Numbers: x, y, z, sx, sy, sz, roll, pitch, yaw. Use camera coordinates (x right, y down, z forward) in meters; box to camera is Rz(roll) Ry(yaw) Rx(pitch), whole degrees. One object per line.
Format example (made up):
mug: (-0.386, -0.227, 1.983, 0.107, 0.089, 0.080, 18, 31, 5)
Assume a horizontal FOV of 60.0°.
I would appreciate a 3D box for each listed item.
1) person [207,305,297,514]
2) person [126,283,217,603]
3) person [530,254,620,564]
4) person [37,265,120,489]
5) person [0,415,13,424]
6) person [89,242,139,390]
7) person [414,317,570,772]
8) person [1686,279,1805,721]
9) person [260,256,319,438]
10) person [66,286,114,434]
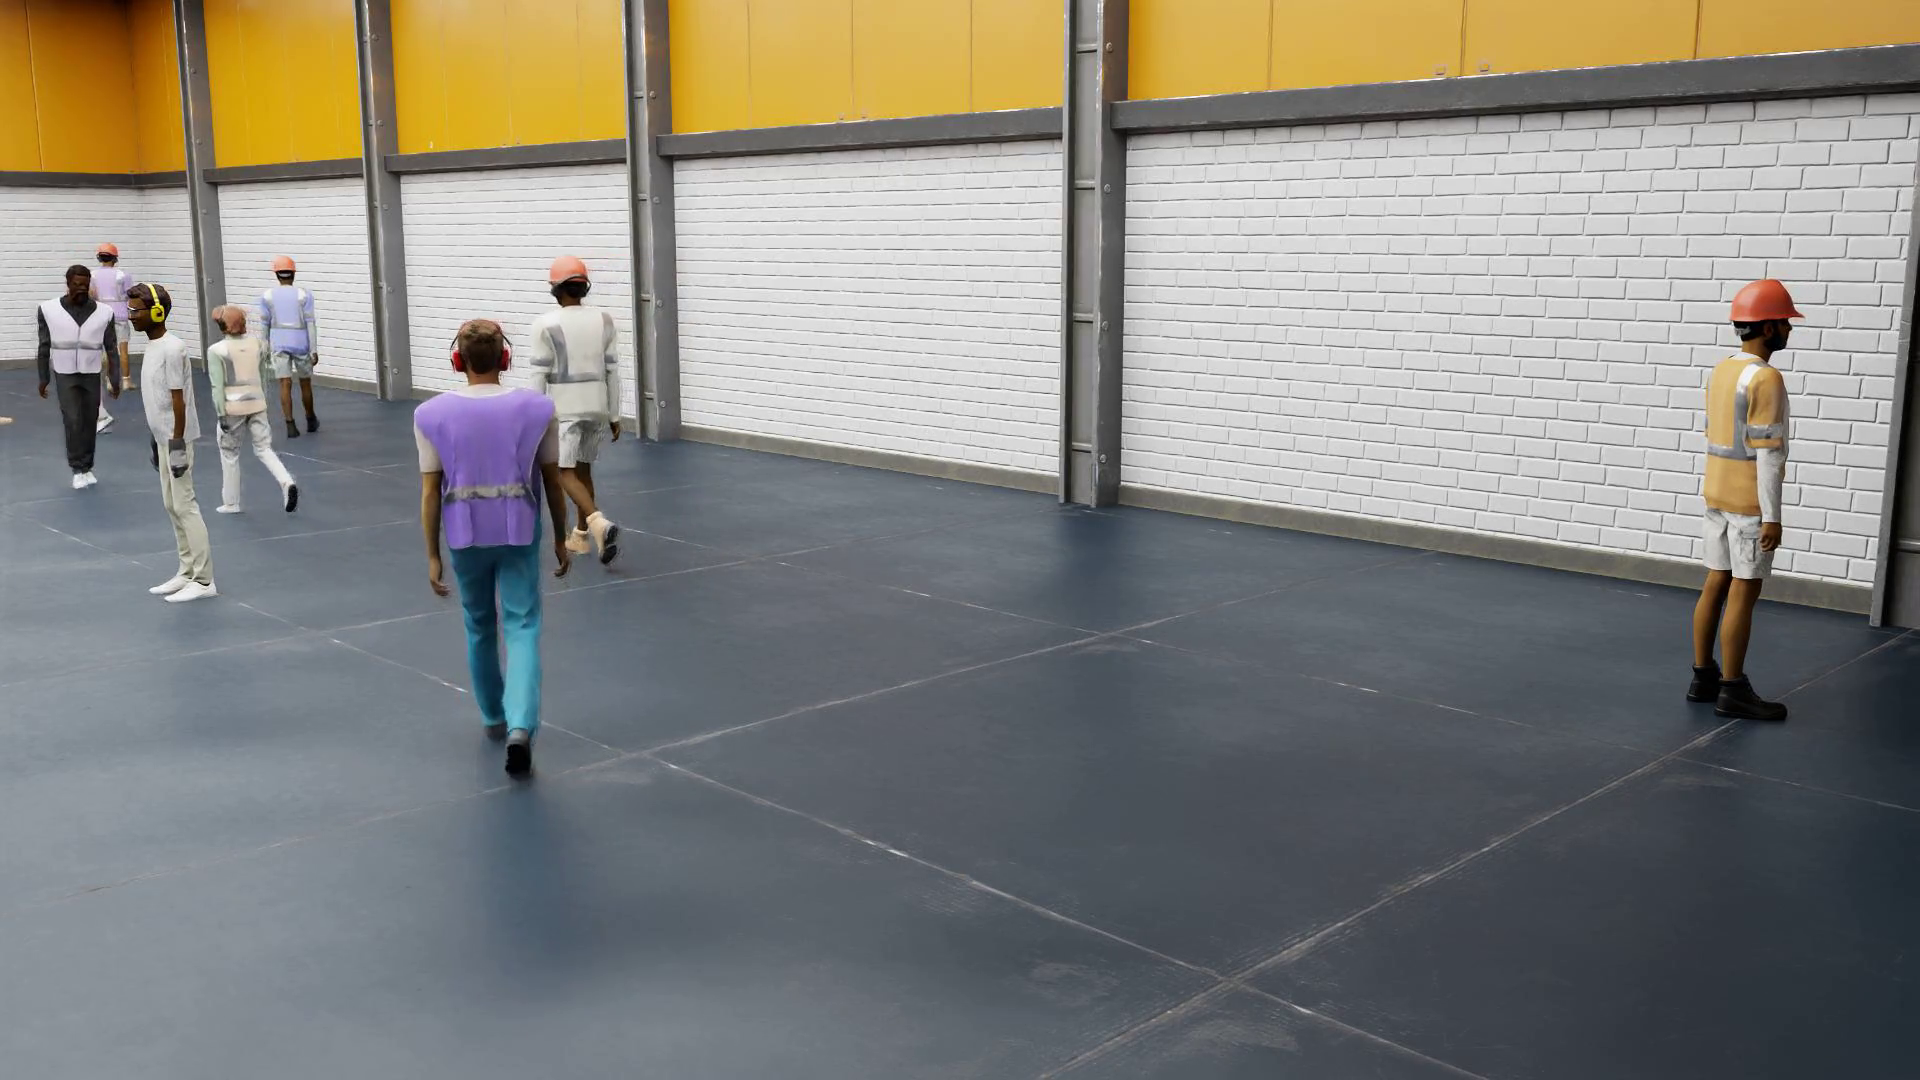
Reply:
person: (-5.411, -0.975, 12.628, 0.716, 1.613, 0.511, 7, 12, 33)
person: (-4.633, -0.566, 9.743, 0.329, 1.861, 0.506, -9, 13, -39)
person: (-2.446, -0.831, 10.766, 0.610, 2.021, 0.844, -9, 14, -40)
person: (-7.446, -1.379, 14.103, 0.610, 1.873, 0.759, -9, 14, -40)
person: (-11.169, -2.271, 18.527, 0.813, 2.000, 0.696, -4, 11, -20)
person: (-11.667, -3.077, 22.935, 0.613, 2.042, 0.389, -1, 10, -7)
person: (-1.881, 0.009, 6.736, 0.579, 1.816, 0.914, -3, 11, -14)
person: (3.496, -0.178, 7.383, 0.351, 1.942, 0.545, 0, 10, -2)
person: (-7.145, -2.066, 17.775, 0.569, 1.902, 0.808, -2, 11, -13)
person: (-9.339, -1.918, 17.751, 0.364, 1.627, 0.519, -4, 11, -23)
